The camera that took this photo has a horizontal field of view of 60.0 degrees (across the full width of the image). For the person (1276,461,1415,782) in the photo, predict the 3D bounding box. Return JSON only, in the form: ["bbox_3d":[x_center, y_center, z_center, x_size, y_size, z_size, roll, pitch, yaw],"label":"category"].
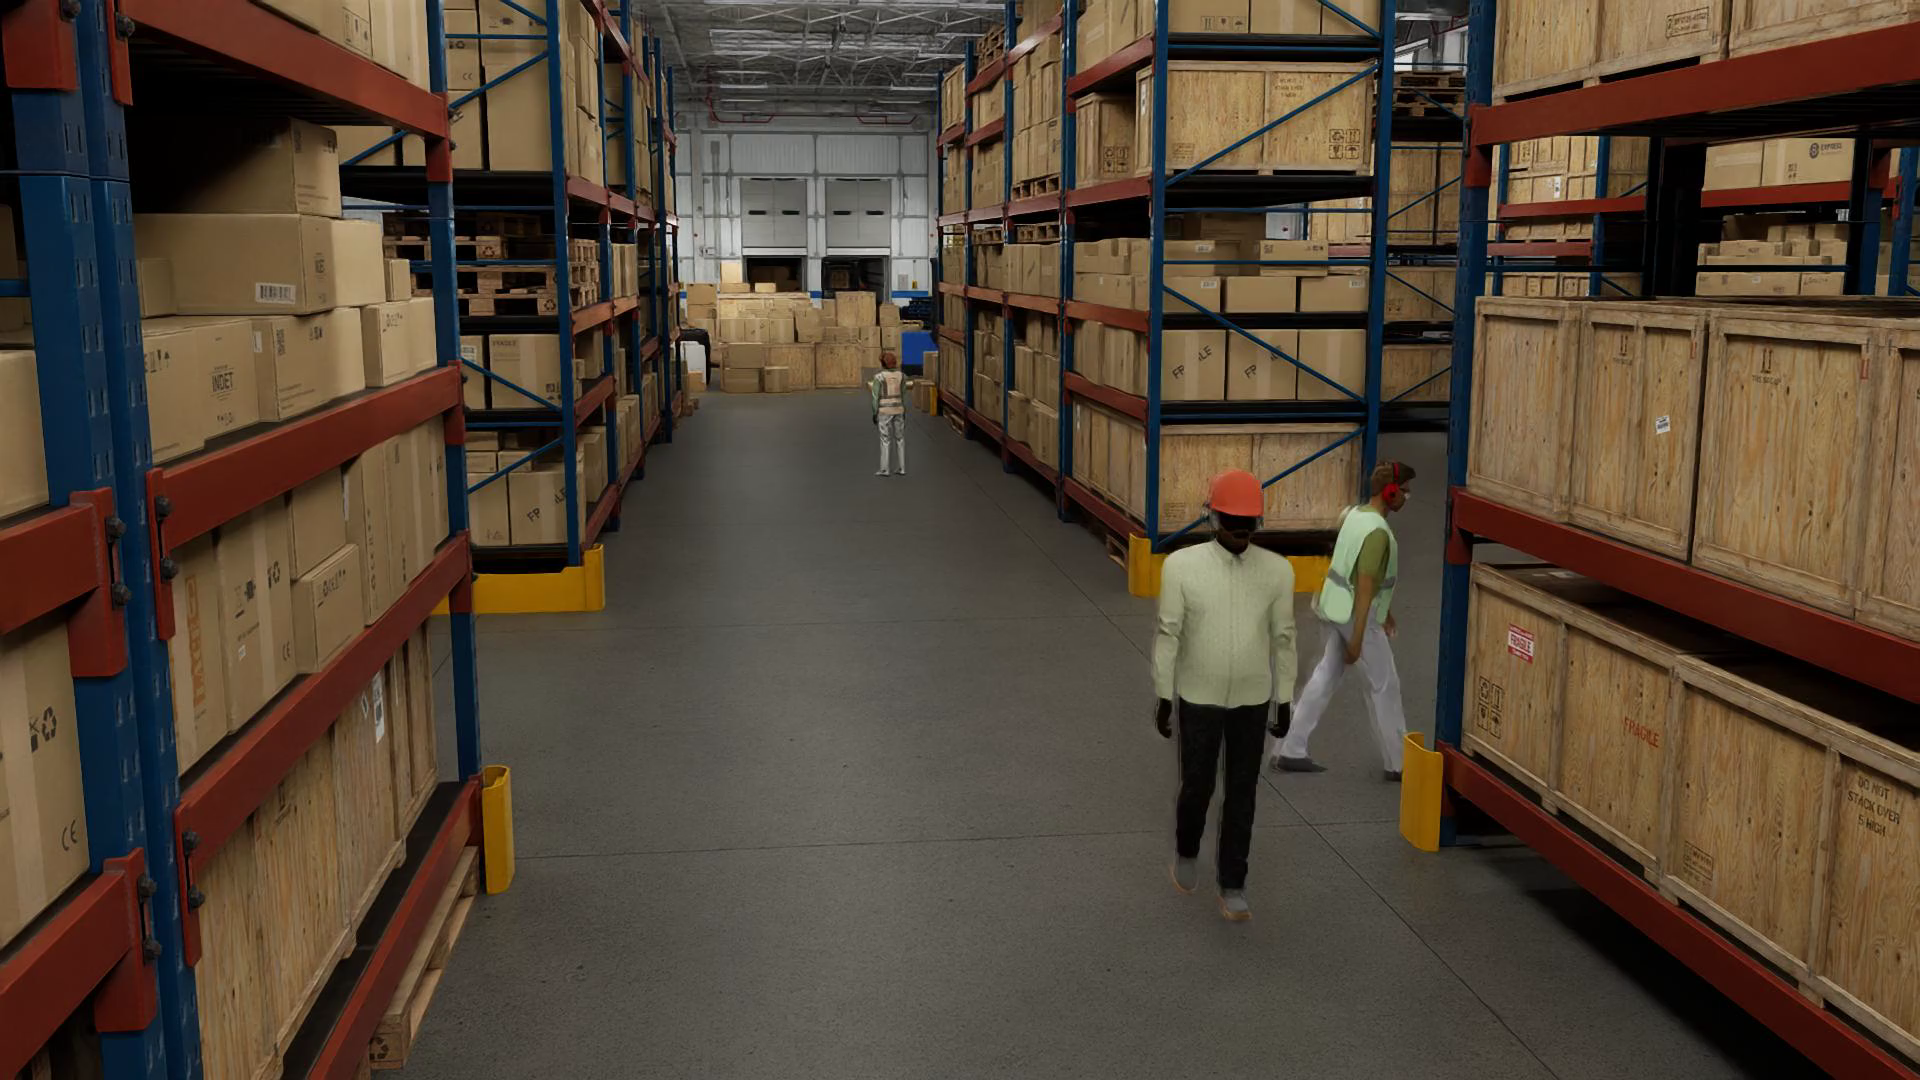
[{"bbox_3d":[2.197,0.453,9.121,0.914,1.790,0.604,0,10,-2],"label":"person"}]

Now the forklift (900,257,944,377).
[{"bbox_3d":[-0.369,-5.230,39.013,1.873,2.768,1.129,5,11,26],"label":"forklift"}]

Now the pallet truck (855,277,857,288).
[{"bbox_3d":[-3.782,-9.391,65.808,1.885,1.965,0.823,2,10,10],"label":"pallet truck"}]

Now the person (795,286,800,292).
[{"bbox_3d":[-6.734,-9.831,69.525,0.841,1.595,0.529,-1,10,-8],"label":"person"}]

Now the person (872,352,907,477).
[{"bbox_3d":[-0.914,-1.644,21.785,0.511,1.630,0.317,-6,12,-33],"label":"person"}]

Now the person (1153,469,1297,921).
[{"bbox_3d":[1.162,0.671,7.256,0.639,1.983,0.441,-1,10,-7],"label":"person"}]

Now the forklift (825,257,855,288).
[{"bbox_3d":[-3.492,-6.850,48.444,1.129,2.768,1.873,-1,10,-7],"label":"forklift"}]

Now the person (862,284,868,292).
[{"bbox_3d":[-3.382,-8.248,59.659,0.961,1.818,0.648,-9,13,-43],"label":"person"}]
